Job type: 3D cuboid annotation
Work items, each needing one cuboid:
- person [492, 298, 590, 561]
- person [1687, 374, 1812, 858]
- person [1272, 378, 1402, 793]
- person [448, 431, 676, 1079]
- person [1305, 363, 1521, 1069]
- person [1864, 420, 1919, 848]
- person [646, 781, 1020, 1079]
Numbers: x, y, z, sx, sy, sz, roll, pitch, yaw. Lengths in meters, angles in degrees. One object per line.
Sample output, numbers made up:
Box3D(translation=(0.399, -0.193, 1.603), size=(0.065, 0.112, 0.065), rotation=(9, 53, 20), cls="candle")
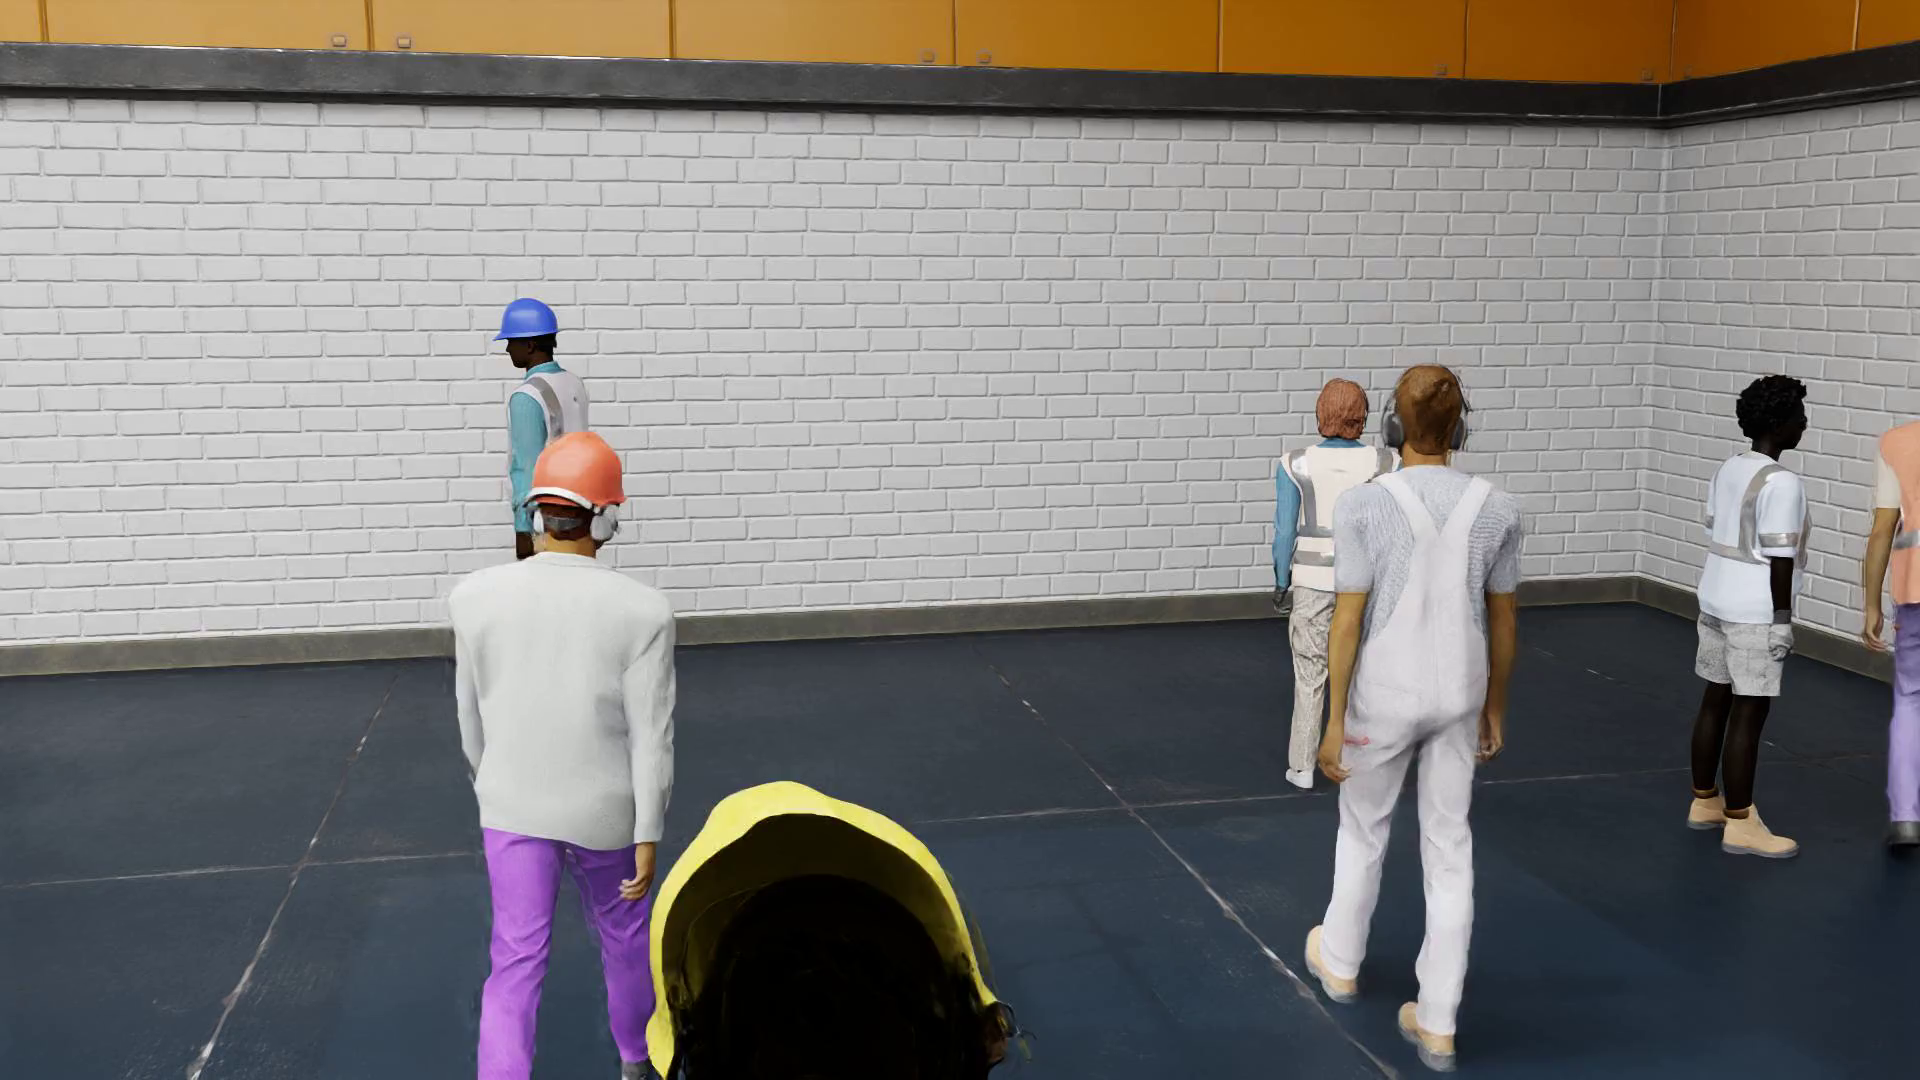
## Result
Box3D(translation=(-1.858, -0.110, 7.477), size=(0.414, 1.939, 0.608), rotation=(2, 10, 12), cls="person")
Box3D(translation=(2.820, 0.260, 5.934), size=(0.322, 1.696, 0.536), rotation=(0, 9, 1), cls="person")
Box3D(translation=(1.482, 0.189, 6.539), size=(0.514, 1.642, 0.310), rotation=(1, 9, 8), cls="person")
Box3D(translation=(-0.927, 0.600, 3.878), size=(0.553, 1.705, 0.936), rotation=(0, 9, 2), cls="person")
Box3D(translation=(1.201, 0.442, 4.470), size=(0.545, 1.835, 0.622), rotation=(-1, 9, -4), cls="person")
Box3D(translation=(3.421, 0.243, 5.650), size=(0.611, 1.820, 0.500), rotation=(7, 11, 35), cls="person")
Box3D(translation=(-0.079, 1.012, 1.192), size=(0.545, 1.736, 0.716), rotation=(-4, 10, -22), cls="person")
